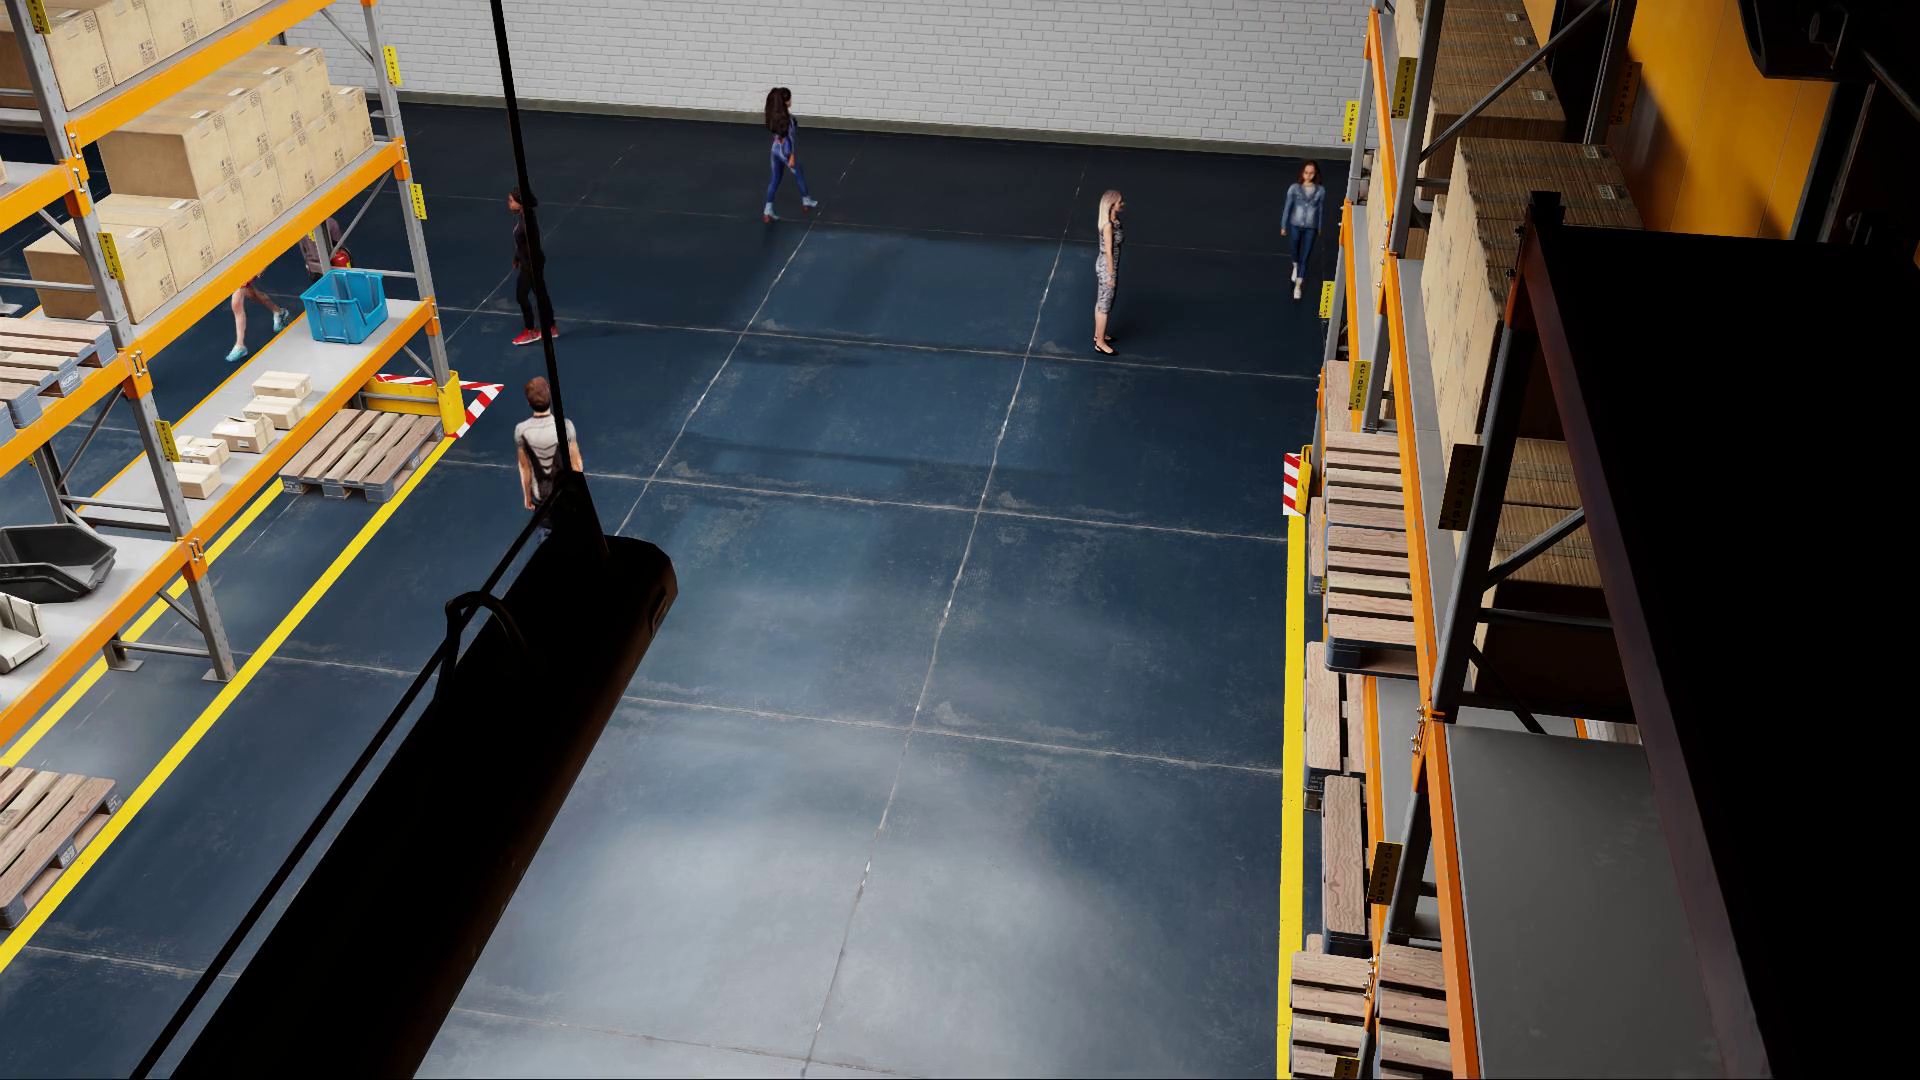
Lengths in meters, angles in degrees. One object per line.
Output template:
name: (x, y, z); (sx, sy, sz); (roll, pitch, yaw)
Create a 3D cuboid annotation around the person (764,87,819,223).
person: (-2.121, -4.486, 19.501); (1.122, 1.580, 0.982); (-29, 43, -36)

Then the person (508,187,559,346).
person: (-4.283, -2.808, 16.899); (0.786, 1.665, 0.733); (-6, 34, -9)

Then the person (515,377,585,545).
person: (-3.165, -0.354, 13.012); (0.817, 1.882, 0.983); (-5, 34, -7)

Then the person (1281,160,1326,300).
person: (3.712, -3.410, 18.004); (0.608, 1.445, 0.996); (7, 34, 10)

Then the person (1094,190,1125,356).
person: (1.473, -2.708, 16.711); (0.640, 1.706, 0.458); (2, 34, 4)
